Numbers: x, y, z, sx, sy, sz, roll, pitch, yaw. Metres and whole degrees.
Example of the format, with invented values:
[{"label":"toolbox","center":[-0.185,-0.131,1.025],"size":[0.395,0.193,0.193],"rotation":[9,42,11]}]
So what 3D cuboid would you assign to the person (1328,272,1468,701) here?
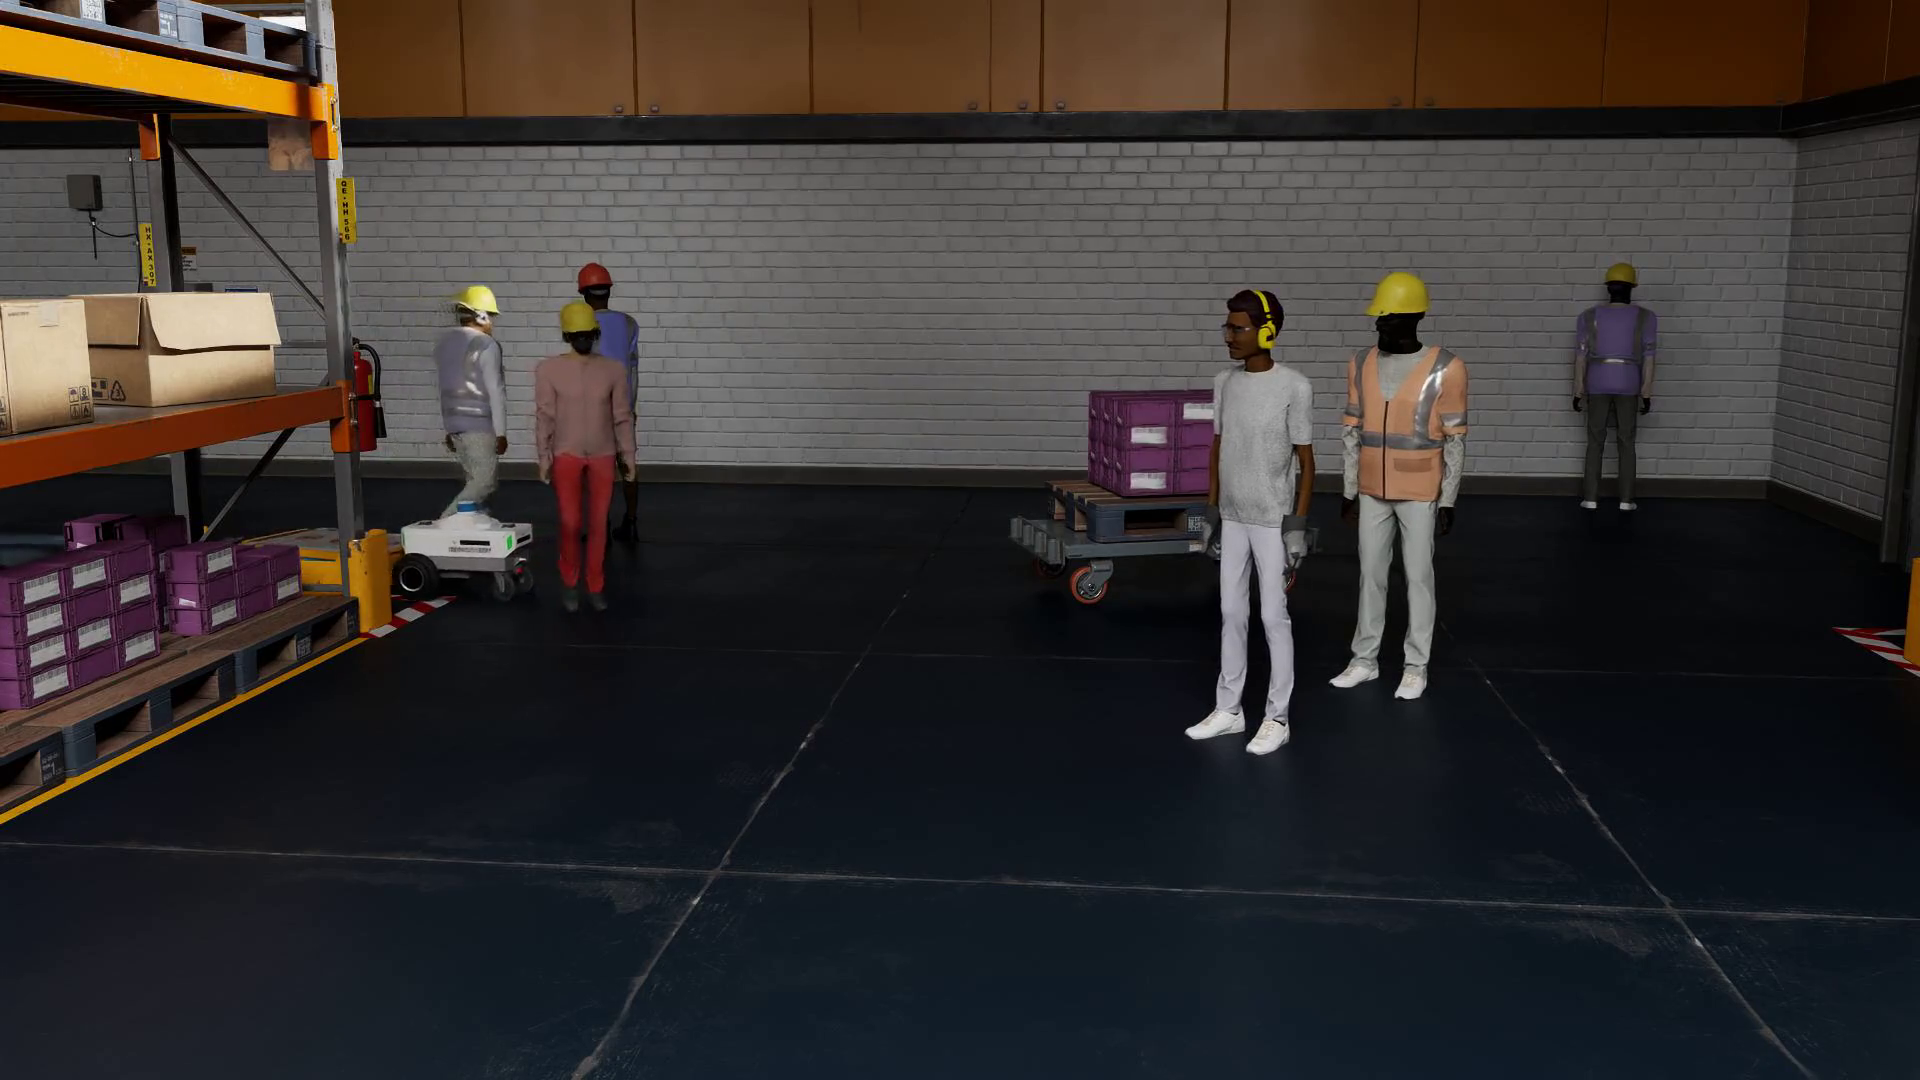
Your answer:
[{"label":"person","center":[1.977,-0.238,7.508],"size":[0.589,1.924,0.383],"rotation":[9,13,42]}]

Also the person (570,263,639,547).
[{"label":"person","center":[-2.450,-0.919,11.394],"size":[0.374,1.929,0.542],"rotation":[9,13,41]}]

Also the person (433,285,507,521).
[{"label":"person","center":[-3.212,-0.744,10.769],"size":[0.603,1.798,0.720],"rotation":[7,12,35]}]

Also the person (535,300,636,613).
[{"label":"person","center":[-2.066,-0.455,9.239],"size":[0.536,1.747,0.404],"rotation":[-5,11,-25]}]

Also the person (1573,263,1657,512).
[{"label":"person","center":[5.052,-1.174,12.882],"size":[0.589,1.919,0.391],"rotation":[4,11,21]}]

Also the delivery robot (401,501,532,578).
[{"label":"delivery robot","center":[-2.875,0.013,9.718],"size":[0.707,0.478,0.477],"rotation":[2,10,9]}]

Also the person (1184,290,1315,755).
[{"label":"person","center":[1.185,-0.069,6.713],"size":[0.327,1.865,0.514],"rotation":[-9,13,-41]}]

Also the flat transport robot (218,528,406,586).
[{"label":"flat transport robot","center":[-3.867,0.092,10.347],"size":[1.431,0.197,0.652],"rotation":[4,11,23]}]
